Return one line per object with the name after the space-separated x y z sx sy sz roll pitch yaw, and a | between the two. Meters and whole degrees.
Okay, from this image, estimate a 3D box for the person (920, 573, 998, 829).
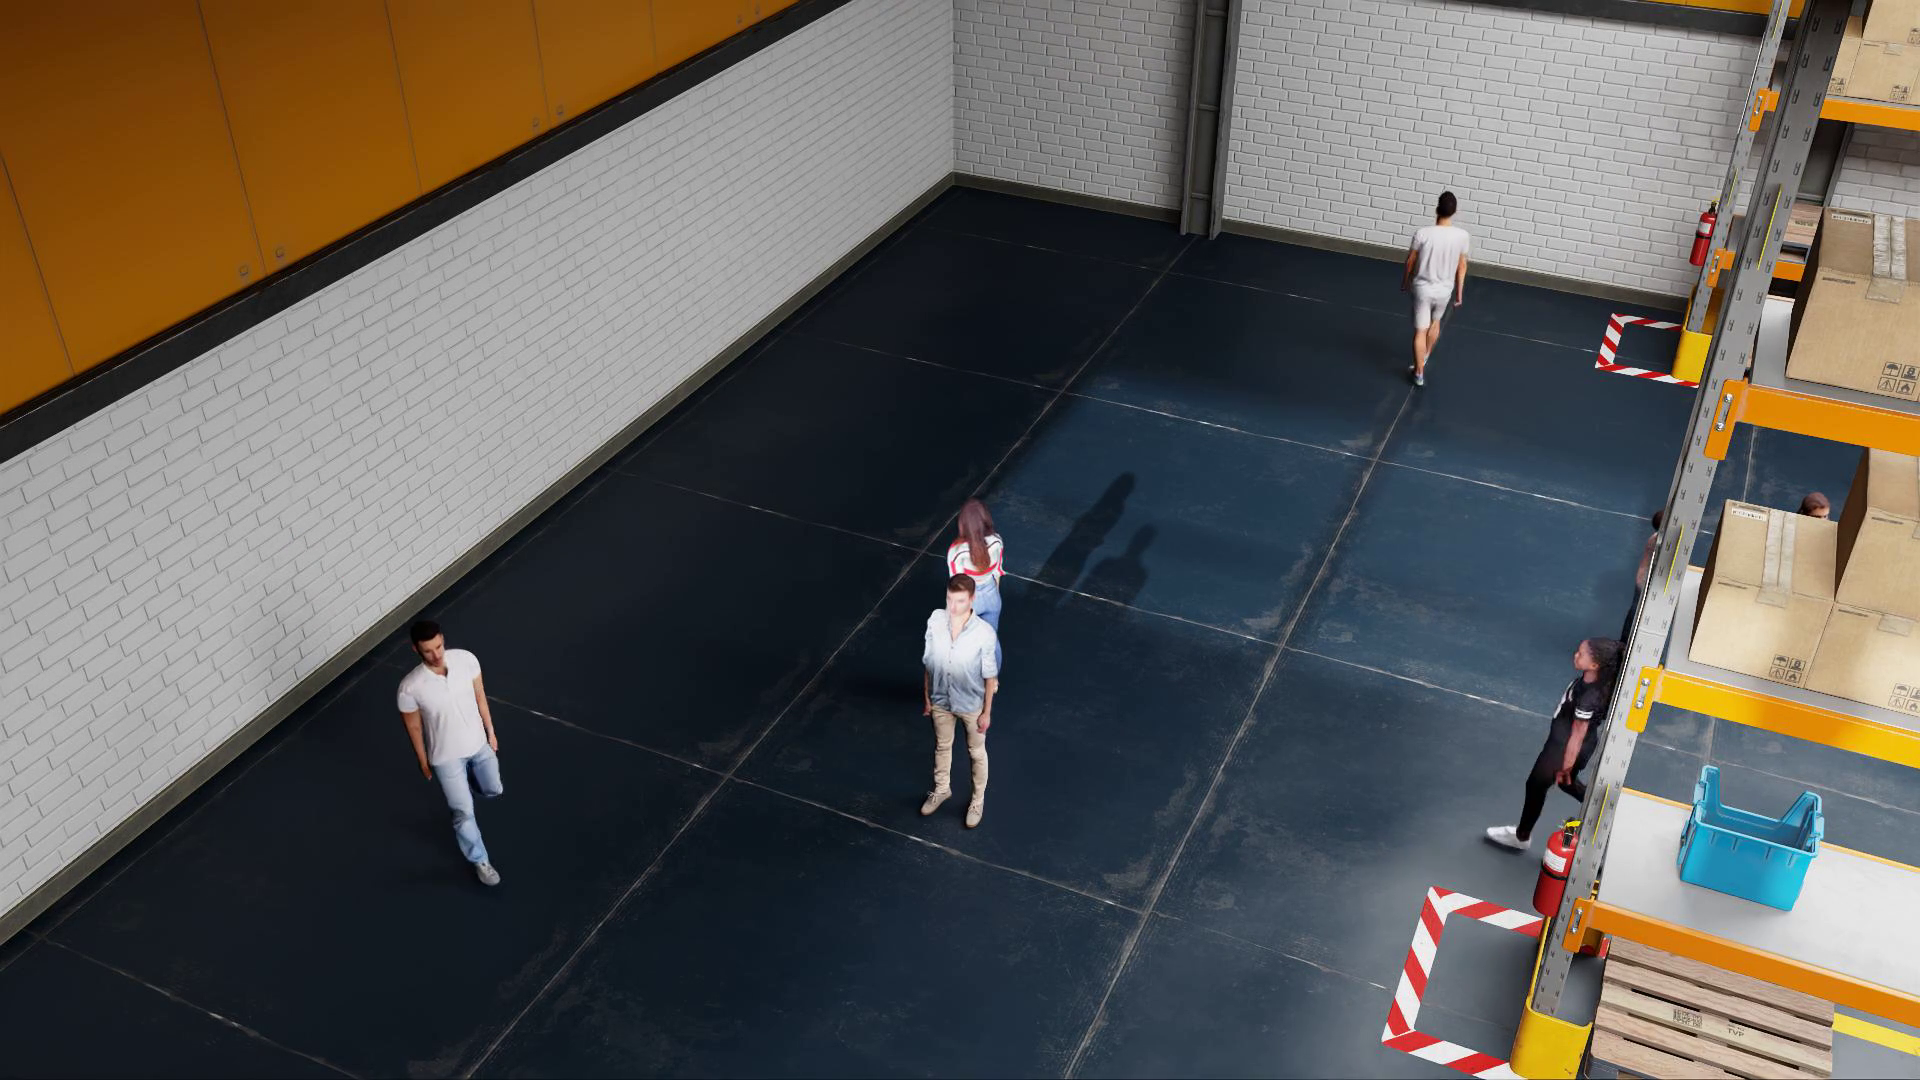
-0.004 0.993 10.498 0.486 1.848 0.704 13 36 19 | person

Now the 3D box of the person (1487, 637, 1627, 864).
3.797 1.304 10.157 1.071 1.709 0.660 17 37 23 | person

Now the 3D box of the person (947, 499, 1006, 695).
0.117 0.418 11.577 0.660 1.613 0.695 -15 37 -22 | person

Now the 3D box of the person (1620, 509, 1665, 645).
4.972 0.340 11.969 0.565 1.307 0.556 4 34 5 | person

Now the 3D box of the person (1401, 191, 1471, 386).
4.404 -2.296 15.459 0.976 1.833 0.962 1 34 1 | person

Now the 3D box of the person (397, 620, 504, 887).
-3.101 1.219 10.167 0.892 1.839 1.108 -28 43 -35 | person
